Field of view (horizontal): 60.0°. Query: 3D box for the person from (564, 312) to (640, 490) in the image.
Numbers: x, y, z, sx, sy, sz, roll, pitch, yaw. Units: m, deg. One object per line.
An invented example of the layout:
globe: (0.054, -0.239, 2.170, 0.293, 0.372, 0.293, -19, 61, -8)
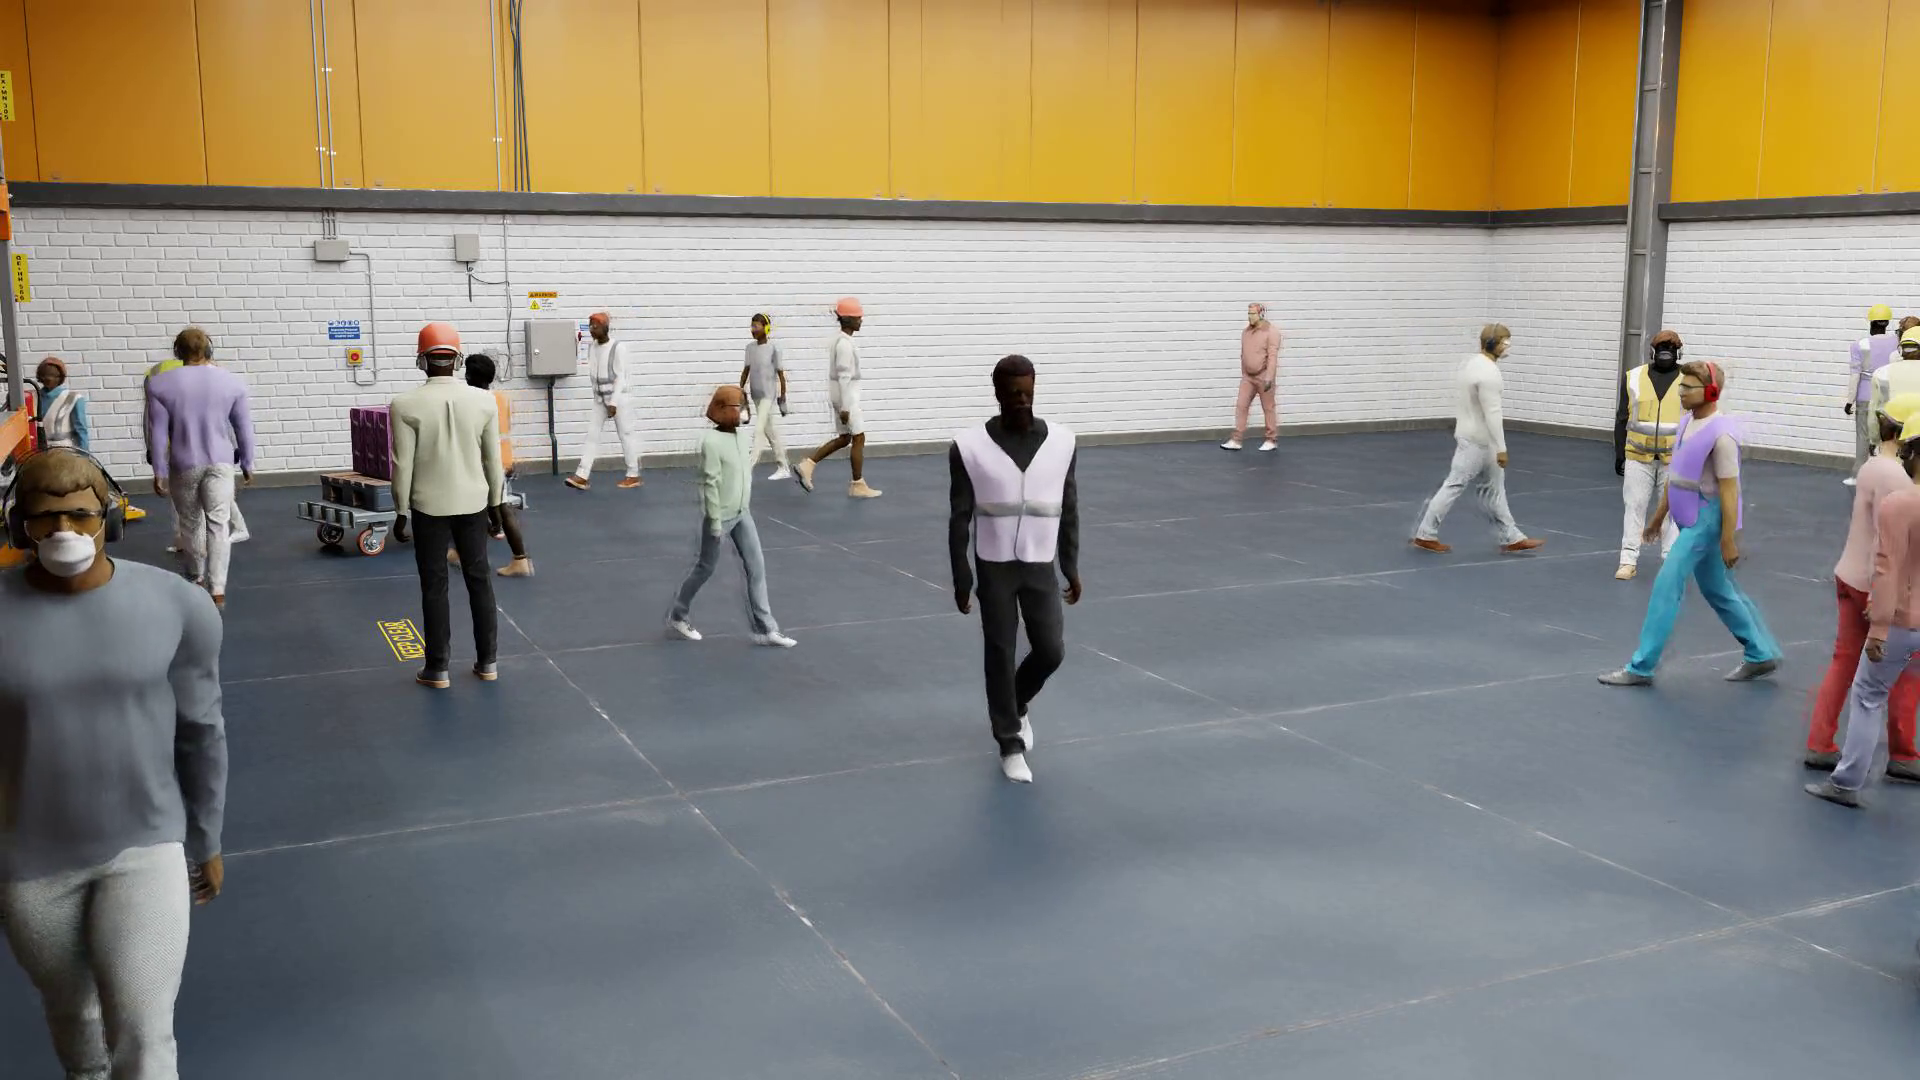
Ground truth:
person: (-3.696, -1.424, 17.232, 0.591, 1.835, 0.945, 6, 11, 32)

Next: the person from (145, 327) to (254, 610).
person: (-5.177, -0.504, 11.383, 0.657, 1.883, 1.015, -5, 10, -26)

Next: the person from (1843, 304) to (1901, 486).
person: (9.651, -1.519, 17.554, 0.588, 1.930, 0.359, 0, 9, 1)

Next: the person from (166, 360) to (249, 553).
person: (-6.204, -0.723, 13.632, 0.513, 1.598, 0.734, 8, 12, 42)

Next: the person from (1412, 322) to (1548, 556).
person: (4.127, -0.783, 13.183, 1.056, 1.877, 0.635, 2, 9, 10)

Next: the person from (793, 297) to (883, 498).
person: (-1.220, -1.406, 16.568, 0.812, 2.026, 0.611, -2, 9, -12)

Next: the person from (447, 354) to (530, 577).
person: (-3.589, -0.544, 12.324, 0.847, 1.649, 0.557, 1, 9, 6)

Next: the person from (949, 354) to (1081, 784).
person: (0.242, 0.117, 7.473, 0.621, 1.905, 0.493, -2, 9, -14)

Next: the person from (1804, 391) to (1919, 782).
person: (4.175, 0.209, 7.408, 0.718, 1.728, 0.541, 3, 10, 15)

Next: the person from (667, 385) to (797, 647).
person: (-1.427, -0.151, 10.087, 0.858, 1.593, 0.509, 5, 10, 26)

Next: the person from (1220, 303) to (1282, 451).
person: (3.679, -2.030, 20.882, 0.898, 1.868, 0.666, -8, 12, -41)

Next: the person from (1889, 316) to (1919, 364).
person: (9.045, -1.214, 15.920, 0.506, 1.845, 0.344, -3, 10, -20)

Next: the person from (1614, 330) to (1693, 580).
person: (5.108, -0.609, 12.171, 0.625, 1.846, 0.429, 5, 10, 27)

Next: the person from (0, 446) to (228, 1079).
person: (-2.025, 0.716, 3.861, 0.641, 1.896, 1.042, -4, 10, -26)

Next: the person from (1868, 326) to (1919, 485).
person: (7.777, -0.835, 13.646, 0.588, 1.822, 0.403, 8, 12, 41)

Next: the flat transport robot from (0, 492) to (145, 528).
flat transport robot: (-8.155, -0.262, 14.885, 1.431, 0.197, 0.652, -8, 12, -40)

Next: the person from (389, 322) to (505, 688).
person: (-2.811, -0.192, 9.120, 0.622, 1.992, 0.396, -7, 11, -36)

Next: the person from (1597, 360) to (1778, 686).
person: (4.052, -0.077, 9.054, 0.981, 1.806, 0.566, 1, 9, 8)

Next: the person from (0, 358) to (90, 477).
person: (-6.964, -0.582, 12.714, 0.609, 1.618, 0.492, 1, 9, 5)

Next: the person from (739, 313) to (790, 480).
person: (-2.167, -1.509, 17.876, 0.518, 1.809, 0.984, 8, 12, 42)

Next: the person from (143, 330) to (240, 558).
person: (-6.066, -0.744, 13.125, 0.660, 1.809, 0.555, -1, 9, -5)

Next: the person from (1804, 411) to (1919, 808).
person: (3.945, 0.329, 6.742, 0.553, 1.719, 0.877, -4, 10, -22)
